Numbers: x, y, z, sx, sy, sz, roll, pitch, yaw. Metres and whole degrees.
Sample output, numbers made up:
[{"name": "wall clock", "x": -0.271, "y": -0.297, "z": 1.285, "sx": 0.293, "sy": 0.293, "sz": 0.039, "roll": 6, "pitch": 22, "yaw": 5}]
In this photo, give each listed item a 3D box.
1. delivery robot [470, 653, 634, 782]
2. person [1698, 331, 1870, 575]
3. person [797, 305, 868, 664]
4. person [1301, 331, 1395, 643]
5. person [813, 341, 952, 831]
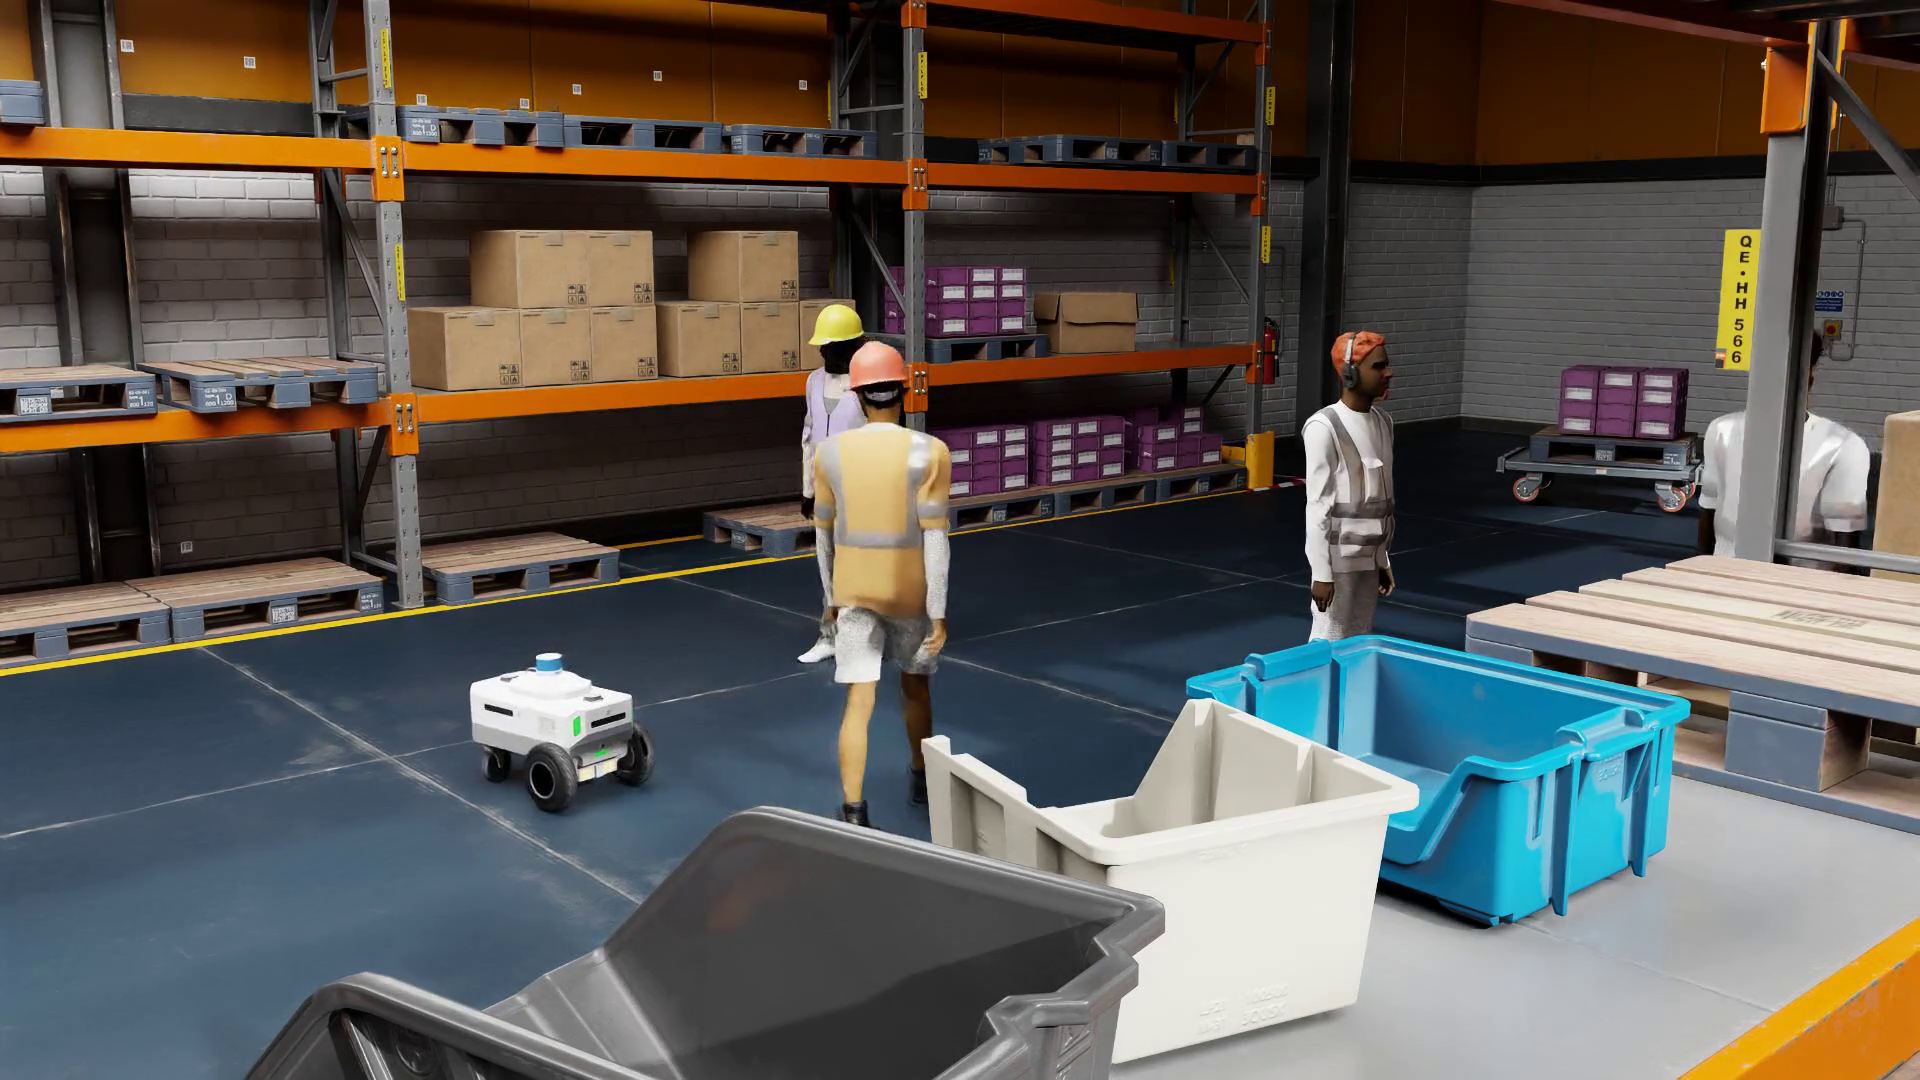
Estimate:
[{"name": "delivery robot", "x": -1.679, "y": 0.709, "z": 6.819, "sx": 0.707, "sy": 0.478, "sz": 0.477, "roll": 7, "pitch": 12, "yaw": 36}, {"name": "person", "x": 2.891, "y": 0.191, "z": 6.052, "sx": 0.661, "sy": 1.948, "sz": 0.643, "roll": -8, "pitch": 13, "yaw": -39}, {"name": "person", "x": -0.603, "y": -0.268, "z": 8.728, "sx": 0.585, "sy": 1.920, "sz": 0.383, "roll": 7, "pitch": 12, "yaw": 35}, {"name": "person", "x": 1.600, "y": 0.093, "z": 6.806, "sx": 0.354, "sy": 1.884, "sz": 0.576, "roll": 8, "pitch": 13, "yaw": 39}, {"name": "person", "x": -0.297, "y": 0.198, "z": 6.277, "sx": 0.544, "sy": 1.875, "sz": 0.998, "roll": 2, "pitch": 10, "yaw": 10}]
